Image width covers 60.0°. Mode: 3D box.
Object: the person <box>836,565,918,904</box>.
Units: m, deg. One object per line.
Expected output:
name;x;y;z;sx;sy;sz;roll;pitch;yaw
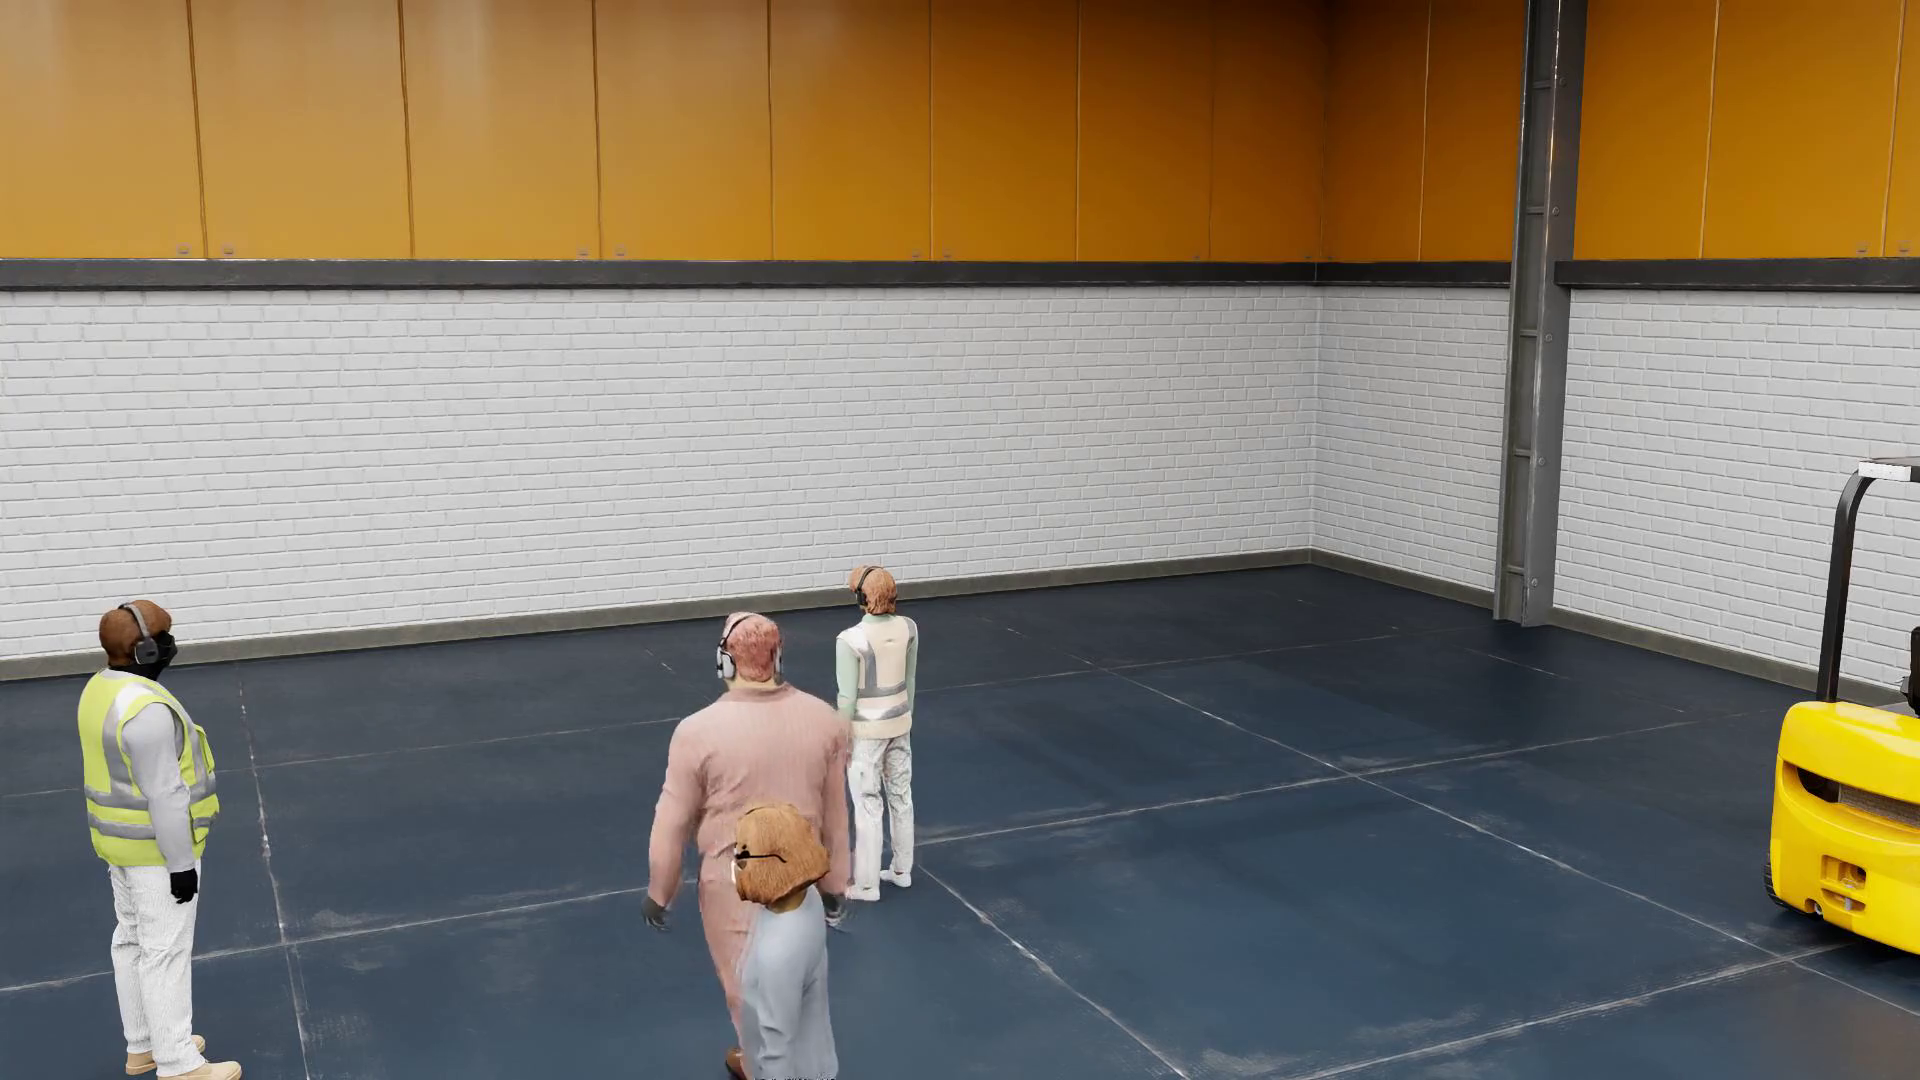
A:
person;-0.402;0.933;8.029;0.309;1.639;0.520;8;12;41

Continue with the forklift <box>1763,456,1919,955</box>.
forklift;4.857;0.731;7.561;2.313;2.155;1.214;-4;10;-25

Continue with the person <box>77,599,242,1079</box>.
person;-2.975;1.131;6.162;0.429;1.847;0.626;-9;13;-44

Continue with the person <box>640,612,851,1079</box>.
person;-0.777;1.178;5.803;0.668;1.872;0.890;-8;12;-39

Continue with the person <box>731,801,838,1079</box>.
person;-0.471;1.503;4.531;0.273;1.631;0.501;0;9;3
